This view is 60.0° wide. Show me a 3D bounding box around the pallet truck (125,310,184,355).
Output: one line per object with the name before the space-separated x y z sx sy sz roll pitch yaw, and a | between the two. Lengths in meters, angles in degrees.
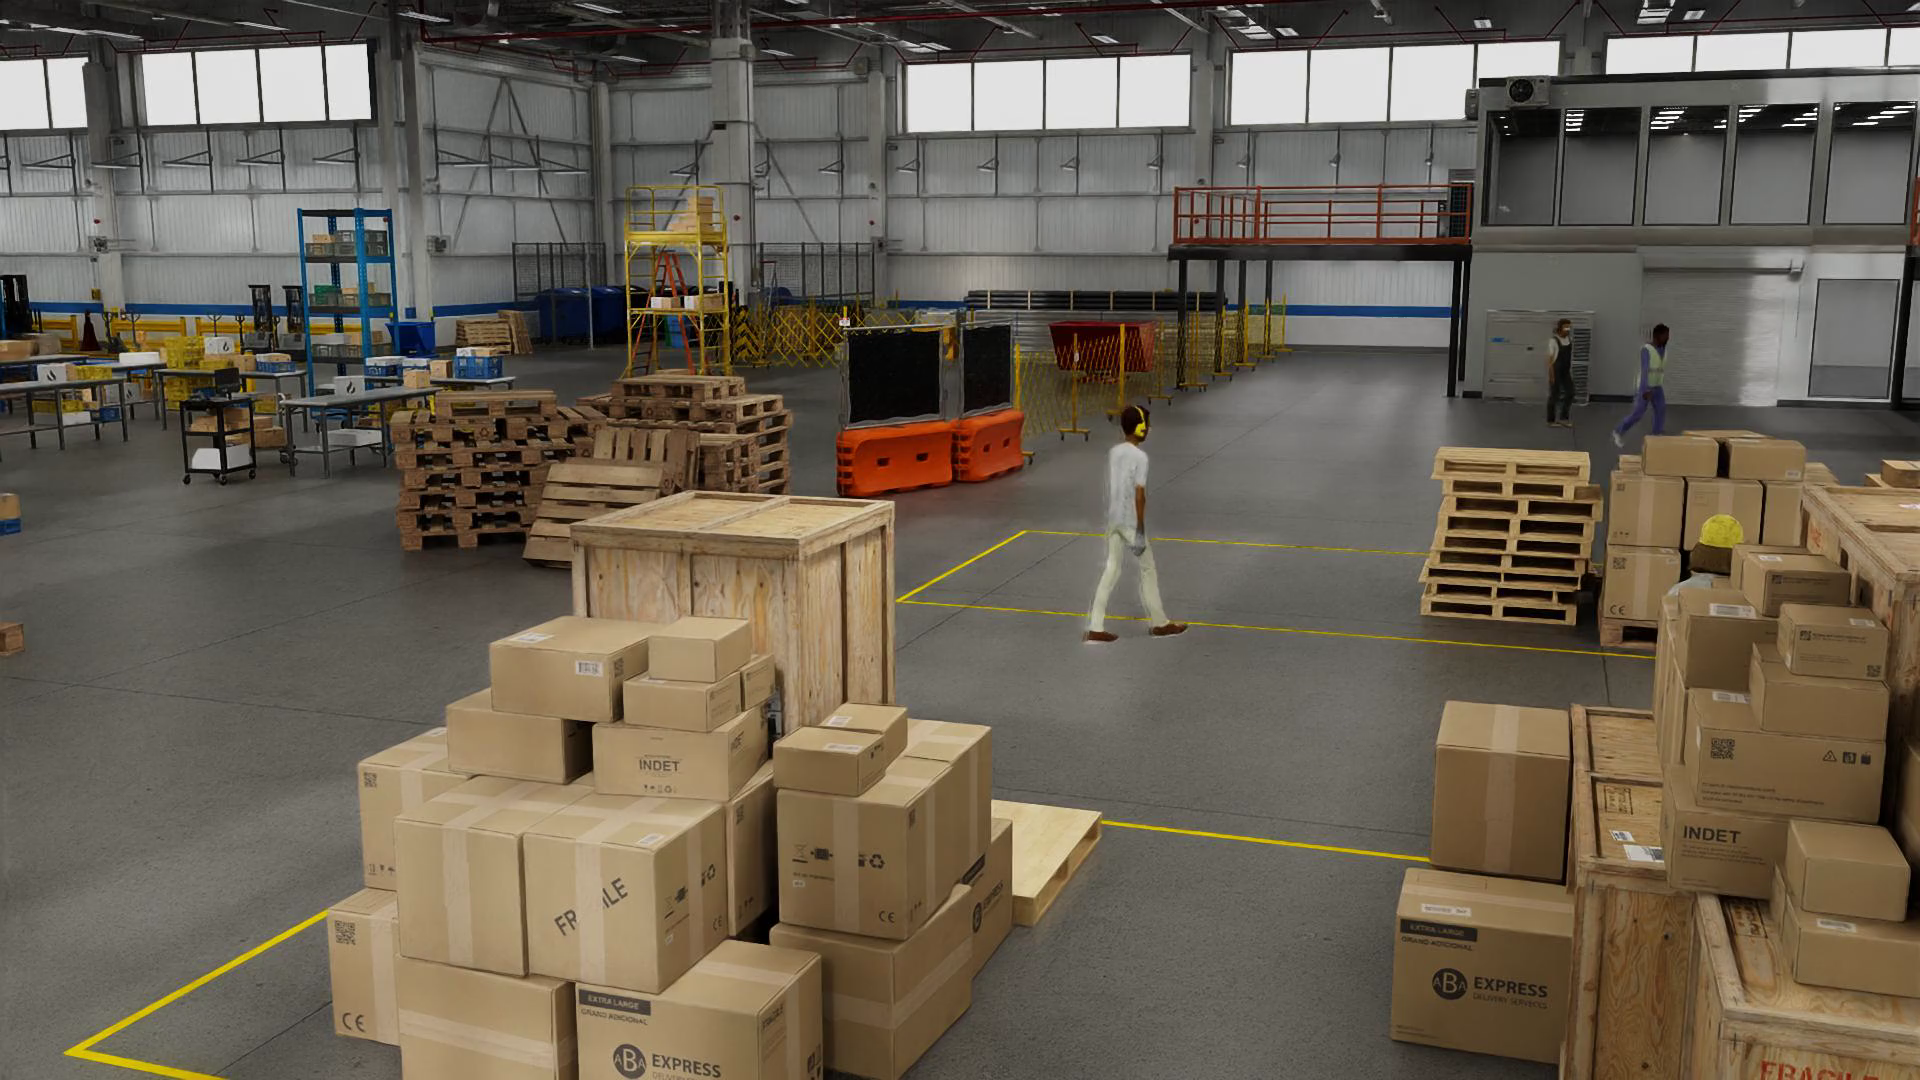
pallet truck | -22.038 -5.665 45.457 0.704 1.261 1.522 3 11 17

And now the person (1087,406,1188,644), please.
person | 1.324 -0.119 12.735 0.881 1.818 0.527 -7 12 -33

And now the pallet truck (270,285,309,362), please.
pallet truck | -17.147 -5.700 43.663 0.823 1.965 1.885 3 11 17

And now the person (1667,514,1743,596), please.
person | 3.656 0.739 8.114 0.493 1.742 0.322 1 10 5

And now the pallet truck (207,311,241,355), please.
pallet truck | -19.537 -5.575 44.913 0.653 1.274 1.630 3 11 19

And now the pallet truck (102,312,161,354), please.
pallet truck | -23.057 -5.777 46.261 0.680 1.201 1.601 3 11 19

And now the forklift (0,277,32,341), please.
forklift | -27.151 -6.329 46.328 1.157 1.987 2.680 3 11 17

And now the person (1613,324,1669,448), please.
person | 10.160 -2.253 24.576 0.603 1.883 0.872 -6 11 -29

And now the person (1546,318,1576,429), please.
person | 9.962 -2.737 27.453 0.535 1.823 0.570 -5 11 -27

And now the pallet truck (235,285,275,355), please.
pallet truck | -18.327 -5.835 44.421 0.823 1.965 1.885 4 11 23
